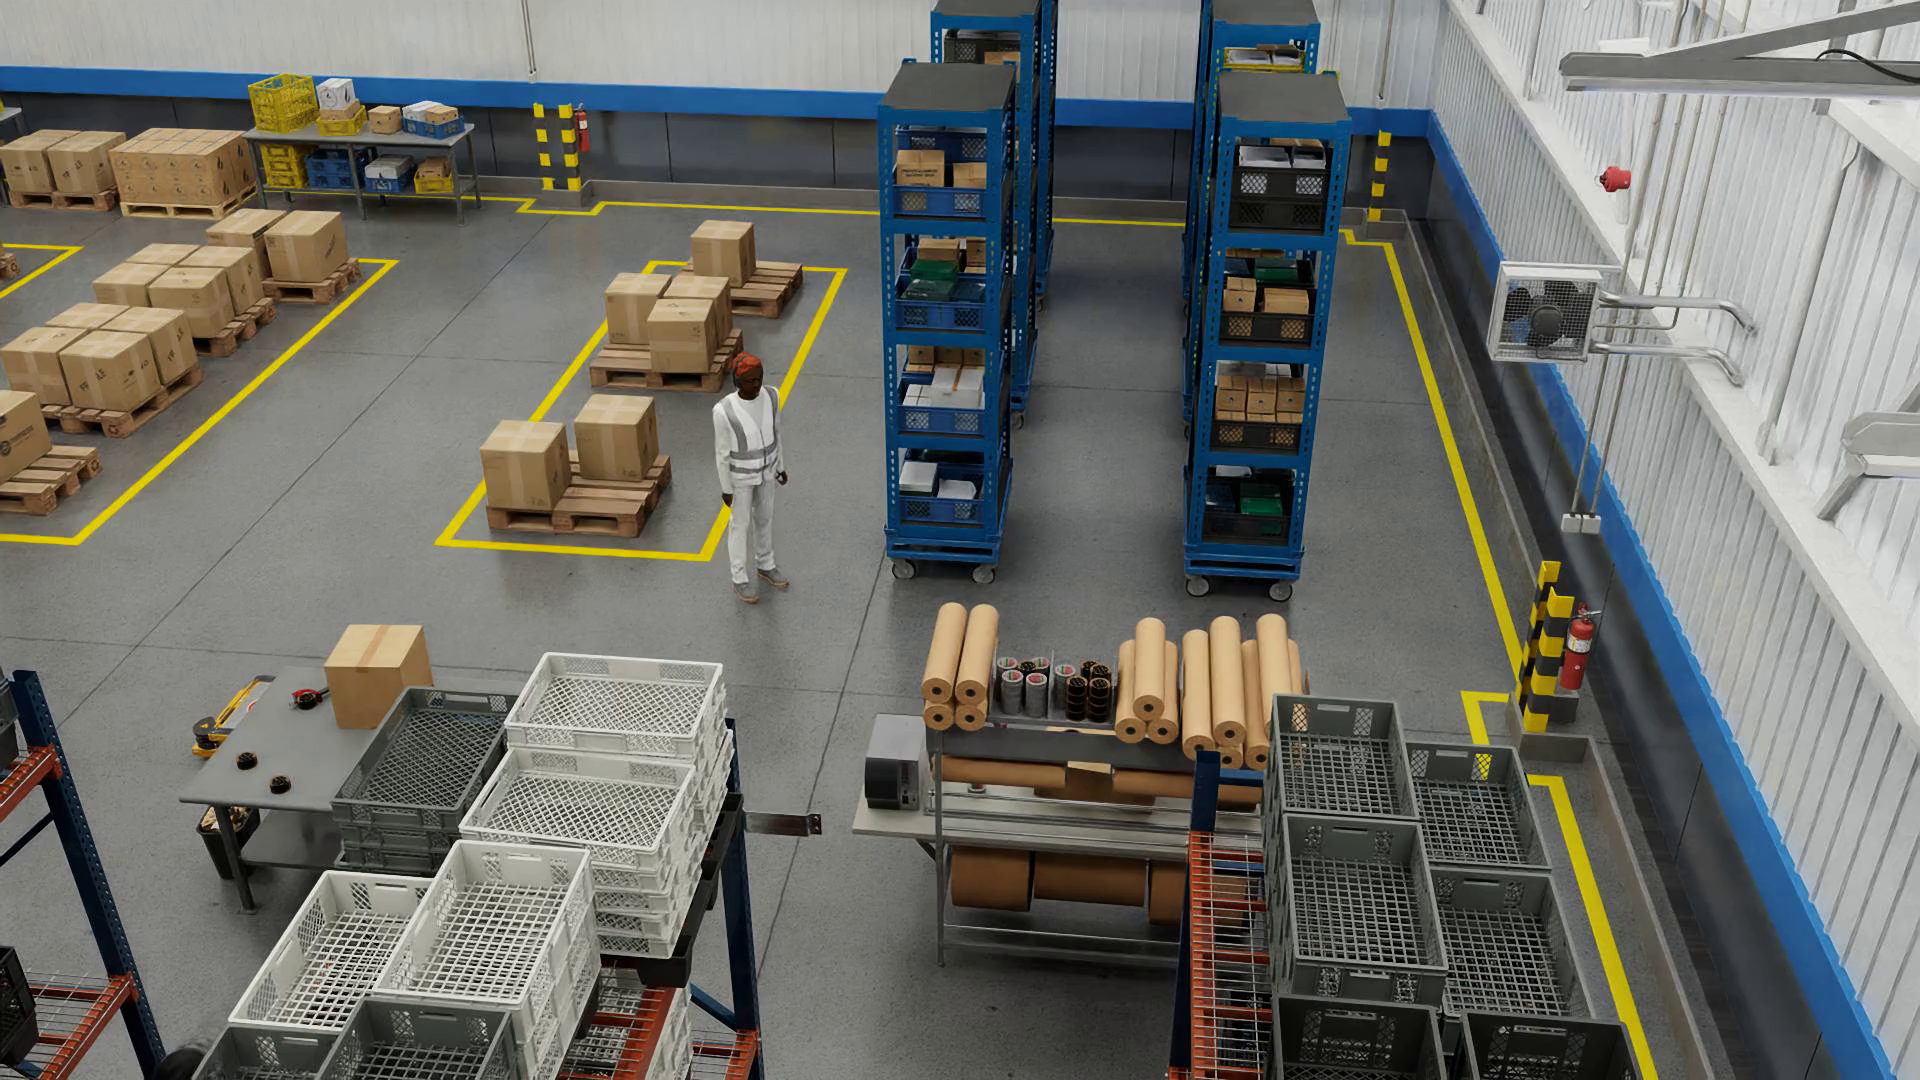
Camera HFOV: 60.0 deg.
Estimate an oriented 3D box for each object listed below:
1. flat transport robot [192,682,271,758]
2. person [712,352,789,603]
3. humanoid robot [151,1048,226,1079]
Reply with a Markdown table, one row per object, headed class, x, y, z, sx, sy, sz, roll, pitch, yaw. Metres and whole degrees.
| class | x | y | z | sx | sy | sz | roll | pitch | yaw |
| --- | --- | --- | --- | --- | --- | --- | --- | --- | --- |
| flat transport robot | -4.089 | 1.163 | 10.648 | 1.431 | 0.197 | 0.652 | 3 | 30 | 6 |
| person | -1.475 | -0.462 | 11.863 | 0.357 | 1.881 | 0.573 | 26 | 39 | 37 |
| humanoid robot | -2.860 | 2.642 | 6.755 | 0.604 | 1.624 | 0.538 | 10 | 32 | 17 |
